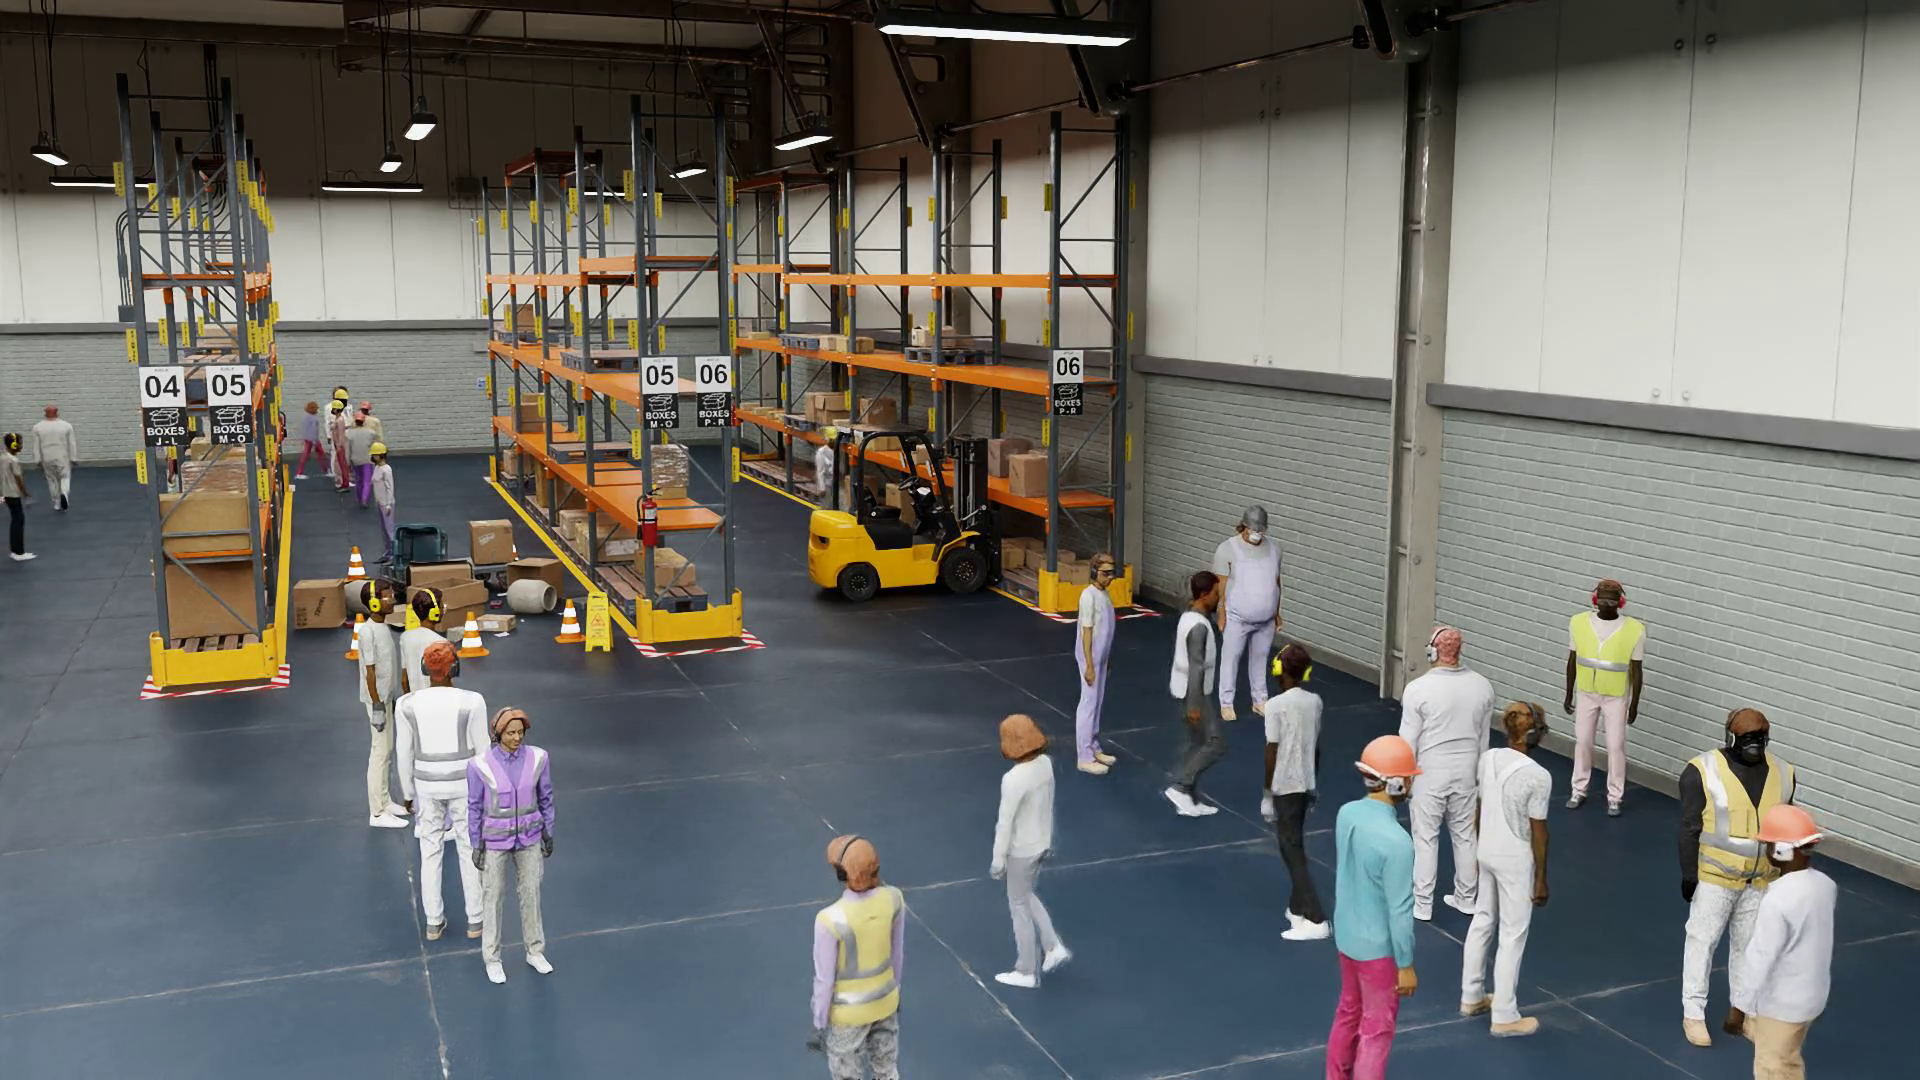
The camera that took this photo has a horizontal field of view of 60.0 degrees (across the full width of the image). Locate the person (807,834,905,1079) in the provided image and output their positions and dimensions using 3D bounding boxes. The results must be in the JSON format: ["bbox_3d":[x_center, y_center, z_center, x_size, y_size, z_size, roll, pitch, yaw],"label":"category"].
[{"bbox_3d":[-0.452,2.131,7.516,0.312,1.643,0.519,9,13,44],"label":"person"}]

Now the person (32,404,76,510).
[{"bbox_3d":[-15.880,-1.438,29.194,0.654,1.884,0.605,-4,10,-24],"label":"person"}]

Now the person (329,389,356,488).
[{"bbox_3d":[-12.026,-1.971,32.405,0.370,1.929,0.586,1,9,8],"label":"person"}]

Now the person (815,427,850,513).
[{"bbox_3d":[-1.888,-0.830,25.614,0.629,1.798,0.824,-9,13,-44],"label":"person"}]

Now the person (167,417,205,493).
[{"bbox_3d":[-12.426,-1.115,26.727,0.407,2.029,0.609,8,12,40],"label":"person"}]

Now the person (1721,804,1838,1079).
[{"bbox_3d":[3.738,2.067,7.582,0.596,1.738,0.358,-8,12,-41],"label":"person"}]

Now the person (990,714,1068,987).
[{"bbox_3d":[0.365,1.798,9.634,0.343,1.621,0.511,5,10,28],"label":"person"}]

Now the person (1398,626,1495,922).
[{"bbox_3d":[3.091,1.495,10.709,0.641,1.898,0.395,-3,9,-17],"label":"person"}]

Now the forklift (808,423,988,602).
[{"bbox_3d":[-0.830,-0.399,21.676,2.313,2.155,1.214,-4,10,-21],"label":"forklift"}]

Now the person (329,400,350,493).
[{"bbox_3d":[-11.848,-1.789,31.757,0.303,1.772,0.530,-3,10,-21],"label":"person"}]

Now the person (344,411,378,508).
[{"bbox_3d":[-10.666,-1.431,29.640,0.556,1.726,0.784,-1,9,-9],"label":"person"}]

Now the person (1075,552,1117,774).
[{"bbox_3d":[1.144,1.013,13.893,0.351,1.843,0.506,4,10,21],"label":"person"}]

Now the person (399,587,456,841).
[{"bbox_3d":[-3.850,1.272,12.176,0.508,1.872,0.329,5,10,30],"label":"person"}]

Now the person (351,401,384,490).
[{"bbox_3d":[-11.433,-1.826,32.123,0.579,1.725,0.752,0,9,3],"label":"person"}]

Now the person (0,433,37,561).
[{"bbox_3d":[-13.713,-0.625,24.162,0.379,1.856,0.540,-9,12,-43],"label":"person"}]

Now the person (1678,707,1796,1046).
[{"bbox_3d":[4.175,1.800,8.942,0.627,1.844,0.429,0,9,-3],"label":"person"}]

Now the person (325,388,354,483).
[{"bbox_3d":[-12.416,-2.096,33.333,0.355,1.883,0.573,9,13,44],"label":"person"}]

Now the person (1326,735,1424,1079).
[{"bbox_3d":[1.980,1.899,7.895,0.405,1.985,0.603,-2,9,-13],"label":"person"}]

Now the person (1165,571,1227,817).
[{"bbox_3d":[1.818,1.176,12.635,0.452,1.907,0.603,1,9,3],"label":"person"}]

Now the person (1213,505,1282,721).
[{"bbox_3d":[2.718,0.663,15.472,0.676,2.000,0.536,-3,9,-16],"label":"person"}]

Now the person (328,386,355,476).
[{"bbox_3d":[-12.671,-2.215,34.060,0.555,1.893,0.624,-1,9,-8],"label":"person"}]

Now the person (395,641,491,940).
[{"bbox_3d":[-3.189,1.555,10.353,0.572,1.883,0.353,-1,9,-3],"label":"person"}]

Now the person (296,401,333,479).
[{"bbox_3d":[-13.168,-2.034,33.875,0.509,1.583,0.847,8,12,42],"label":"person"}]

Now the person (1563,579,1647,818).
[{"bbox_3d":[4.944,1.195,12.772,0.560,1.838,0.386,6,11,35],"label":"person"}]

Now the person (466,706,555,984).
[{"bbox_3d":[-2.632,1.775,9.769,0.514,1.634,0.313,-6,11,-32],"label":"person"}]

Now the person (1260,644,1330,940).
[{"bbox_3d":[2.116,1.577,10.404,0.566,1.834,0.512,-7,12,-39],"label":"person"}]

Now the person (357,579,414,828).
[{"bbox_3d":[-4.332,1.217,12.510,0.328,1.877,0.513,-1,9,-9],"label":"person"}]

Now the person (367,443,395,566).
[{"bbox_3d":[-8.234,-0.507,23.703,0.326,1.767,0.533,-7,11,-36],"label":"person"}]

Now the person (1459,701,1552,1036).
[{"bbox_3d":[3.020,1.781,9.115,0.363,1.834,0.520,-4,10,-21],"label":"person"}]
